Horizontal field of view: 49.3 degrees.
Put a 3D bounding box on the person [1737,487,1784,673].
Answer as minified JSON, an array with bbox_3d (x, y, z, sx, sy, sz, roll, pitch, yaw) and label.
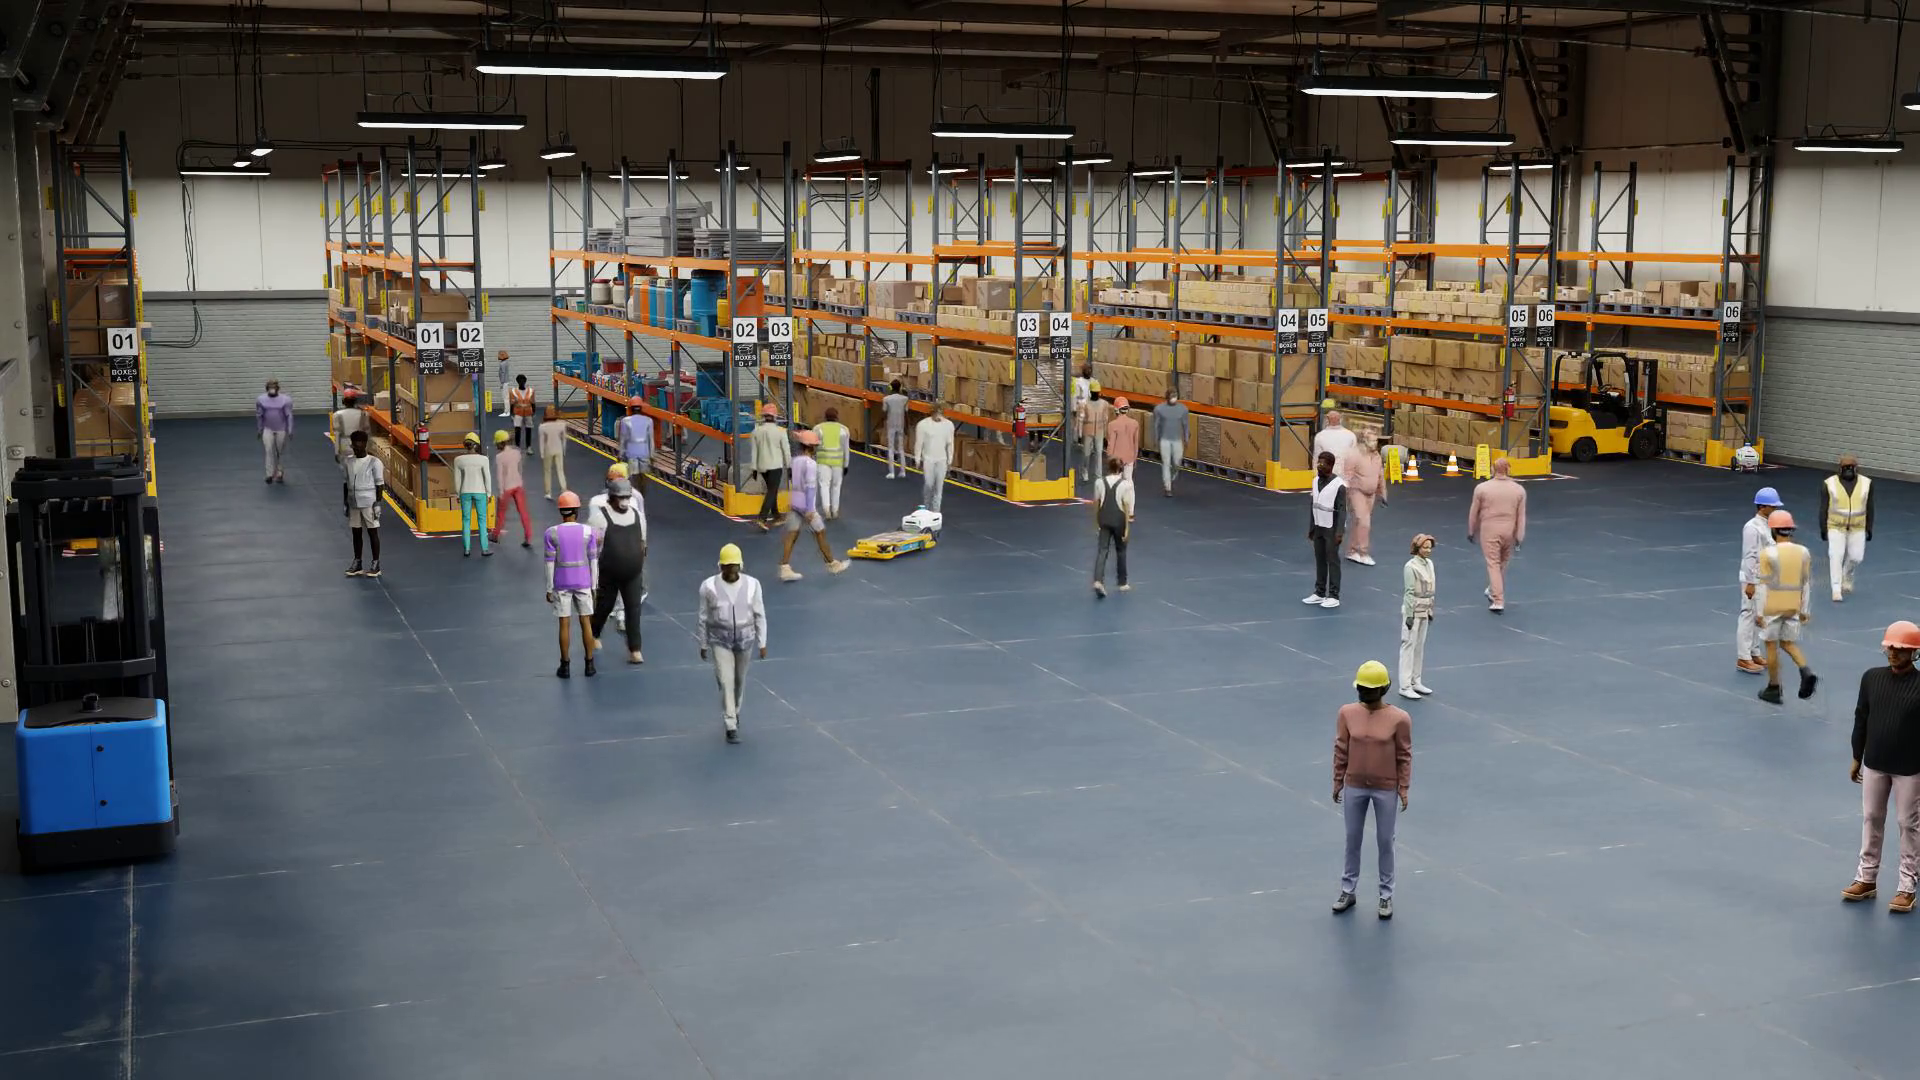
[{"bbox_3d":[8.439,0.408,22.089,0.404,1.948,0.605,8,11,41],"label":"person"}]

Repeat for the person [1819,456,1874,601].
[{"bbox_3d":[11.115,-0.160,26.295,0.643,1.823,0.495,2,9,14],"label":"person"}]

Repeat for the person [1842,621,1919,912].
[{"bbox_3d":[6.425,1.536,14.410,0.375,1.997,0.611,-7,11,-39],"label":"person"}]

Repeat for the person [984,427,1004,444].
[{"bbox_3d":[0.671,-2.354,41.654,0.518,1.603,0.815,-4,9,-24],"label":"person"}]

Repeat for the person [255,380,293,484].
[{"bbox_3d":[-12.438,-1.952,37.994,0.660,1.893,0.976,-2,9,-13],"label":"person"}]

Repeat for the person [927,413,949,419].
[{"bbox_3d":[-0.524,-3.848,51.033,0.584,1.790,0.963,-4,9,-26],"label":"person"}]

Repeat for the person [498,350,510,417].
[{"bbox_3d":[-11.237,-3.857,51.573,0.279,1.633,0.501,0,9,-2],"label":"person"}]

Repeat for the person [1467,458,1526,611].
[{"bbox_3d":[6.588,-0.081,25.728,0.636,1.844,1.048,-1,9,-5],"label":"person"}]

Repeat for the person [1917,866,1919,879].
[{"bbox_3d":[7.021,1.659,14.860,0.319,1.623,0.513,1,9,5],"label":"person"}]

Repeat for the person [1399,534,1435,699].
[{"bbox_3d":[4.563,0.747,20.868,0.315,1.636,0.514,6,11,36],"label":"person"}]

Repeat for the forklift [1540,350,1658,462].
[{"bbox_3d":[12.897,-2.725,42.309,2.313,2.155,1.214,-3,9,-21],"label":"forklift"}]

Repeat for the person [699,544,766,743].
[{"bbox_3d":[-2.099,0.904,19.316,0.604,1.795,0.910,-2,9,-16],"label":"person"}]

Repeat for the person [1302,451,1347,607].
[{"bbox_3d":[4.538,-0.138,25.853,0.397,1.914,0.587,-5,10,-28],"label":"person"}]

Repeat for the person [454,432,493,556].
[{"bbox_3d":[-6.914,-0.649,29.772,0.524,1.760,0.327,0,9,1],"label":"person"}]

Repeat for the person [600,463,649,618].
[{"bbox_3d":[-4.048,-0.047,25.497,0.599,1.854,1.018,2,9,13],"label":"person"}]

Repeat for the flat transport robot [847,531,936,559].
[{"bbox_3d":[-0.978,0.059,30.126,0.652,0.197,1.431,5,10,28],"label":"flat transport robot"}]

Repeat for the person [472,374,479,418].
[{"bbox_3d":[-11.894,-3.879,51.146,0.386,1.813,0.617,5,10,31],"label":"person"}]

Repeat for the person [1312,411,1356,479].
[{"bbox_3d":[5.686,-1.026,31.845,0.681,1.884,0.565,0,9,1],"label":"person"}]

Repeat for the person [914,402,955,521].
[{"bbox_3d":[-0.407,-1.247,33.292,0.632,1.908,0.469,-3,9,-18],"label":"person"}]

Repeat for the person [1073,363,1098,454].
[{"bbox_3d":[2.586,-2.739,43.342,0.587,1.865,0.765,-3,9,-17],"label":"person"}]

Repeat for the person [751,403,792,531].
[{"bbox_3d":[-2.947,-1.140,32.434,0.612,1.953,1.012,5,10,28],"label":"person"}]

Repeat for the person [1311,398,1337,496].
[{"bbox_3d":[6.450,-1.603,36.227,0.651,1.720,0.486,5,10,30],"label":"person"}]

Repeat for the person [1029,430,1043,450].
[{"bbox_3d":[1.608,-2.730,43.961,0.533,1.662,0.824,1,9,6],"label":"person"}]

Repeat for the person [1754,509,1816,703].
[{"bbox_3d":[8.077,0.667,20.482,0.560,1.911,0.635,-2,9,-14],"label":"person"}]

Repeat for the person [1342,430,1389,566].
[{"bbox_3d":[5.639,-0.587,28.937,0.681,1.873,0.791,-7,11,-39],"label":"person"}]

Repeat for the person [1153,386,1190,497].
[{"bbox_3d":[3.663,-1.734,36.471,0.640,1.924,0.560,0,9,-3],"label":"person"}]

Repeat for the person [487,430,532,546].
[{"bbox_3d":[-6.627,-0.757,30.657,0.930,1.698,0.557,7,11,37],"label":"person"}]

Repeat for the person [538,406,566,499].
[{"bbox_3d":[-6.952,-1.484,35.814,0.502,1.613,0.682,-4,9,-24],"label":"person"}]

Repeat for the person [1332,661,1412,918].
[{"bbox_3d":[2.788,1.680,14.216,0.532,1.767,0.328,4,9,25],"label":"person"}]

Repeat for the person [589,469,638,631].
[{"bbox_3d":[-4.018,0.108,24.347,0.608,1.867,0.552,-3,9,-20],"label":"person"}]

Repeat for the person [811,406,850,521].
[{"bbox_3d":[-2.072,-1.229,33.476,0.621,1.811,0.887,-1,9,-8],"label":"person"}]

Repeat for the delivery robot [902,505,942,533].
[{"bbox_3d":[-0.560,-0.273,31.091,0.477,0.478,0.707,4,10,28],"label":"delivery robot"}]

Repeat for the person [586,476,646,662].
[{"bbox_3d":[-3.724,0.294,22.692,0.694,2.000,0.870,-5,10,-30],"label":"person"}]

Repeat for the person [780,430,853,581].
[{"bbox_3d":[-1.955,-0.461,27.754,1.071,1.982,0.639,-5,10,-31],"label":"person"}]

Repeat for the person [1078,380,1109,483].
[{"bbox_3d":[2.418,-1.970,38.123,0.594,1.902,0.860,-1,9,-9],"label":"person"}]

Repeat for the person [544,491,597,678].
[{"bbox_3d":[-4.048,0.458,21.810,0.546,1.934,0.376,-2,9,-15],"label":"person"}]

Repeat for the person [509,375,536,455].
[{"bbox_3d":[-8.895,-2.536,42.645,0.538,1.666,0.483,-3,9,-18],"label":"person"}]

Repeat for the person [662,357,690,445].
[{"bbox_3d":[-6.086,-2.999,45.018,0.637,1.924,0.683,0,9,-1],"label":"person"}]

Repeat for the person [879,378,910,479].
[{"bbox_3d":[-1.207,-2.069,38.923,0.535,1.860,0.358,-3,9,-20],"label":"person"}]

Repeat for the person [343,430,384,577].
[{"bbox_3d":[-8.006,-0.495,28.053,0.607,1.966,0.367,3,9,18],"label":"person"}]

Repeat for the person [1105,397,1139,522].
[{"bbox_3d":[2.550,-1.272,33.134,0.622,1.993,0.384,-6,10,-34],"label":"person"}]

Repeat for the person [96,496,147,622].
[{"bbox_3d":[-9.433,0.273,23.503,0.616,1.798,0.768,1,9,6],"label":"person"}]

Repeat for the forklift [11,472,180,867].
[{"bbox_3d":[-6.630,0.886,15.957,1.129,2.768,1.873,-3,9,-21],"label":"forklift"}]

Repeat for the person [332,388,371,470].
[{"bbox_3d":[-10.104,-1.529,34.854,0.623,2.004,1.020,-4,9,-24],"label":"person"}]

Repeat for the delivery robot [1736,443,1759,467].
[{"bbox_3d":[15.023,-1.603,39.956,0.477,0.478,0.707,2,9,13],"label":"delivery robot"}]

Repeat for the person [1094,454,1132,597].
[{"bbox_3d":[1.913,-0.187,26.549,0.526,1.813,0.914,4,9,23],"label":"person"}]

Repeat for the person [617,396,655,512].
[{"bbox_3d":[-5.346,-1.421,34.433,0.567,1.893,0.931,-4,9,-25],"label":"person"}]
